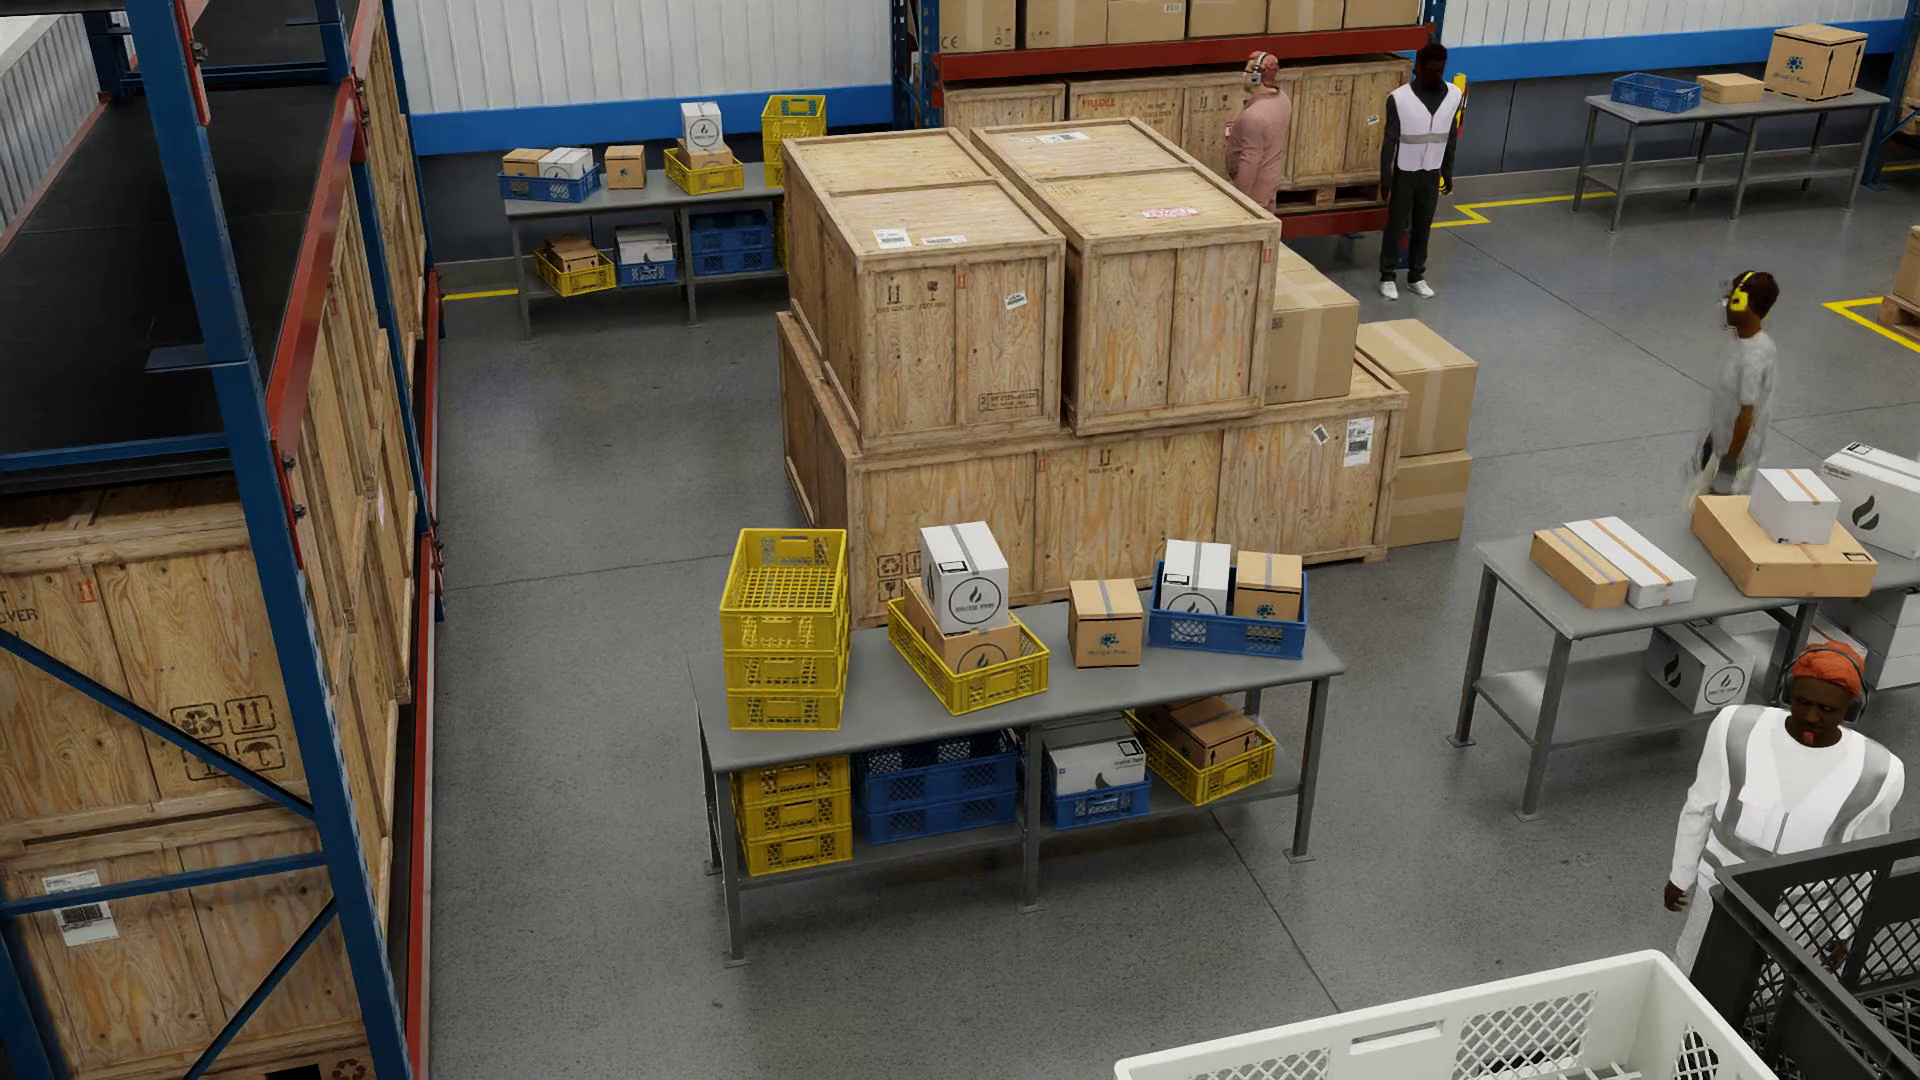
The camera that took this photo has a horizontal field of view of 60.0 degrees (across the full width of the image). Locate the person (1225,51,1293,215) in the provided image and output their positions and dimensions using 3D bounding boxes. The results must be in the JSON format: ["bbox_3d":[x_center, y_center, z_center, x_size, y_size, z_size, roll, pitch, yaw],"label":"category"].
[{"bbox_3d":[2.111,-2.570,12.068,0.407,1.910,0.640,16,33,26],"label":"person"}]

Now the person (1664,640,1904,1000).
[{"bbox_3d":[2.576,1.143,5.356,0.572,1.883,0.356,16,32,26],"label":"person"}]

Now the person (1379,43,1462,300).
[{"bbox_3d":[3.388,-2.738,12.380,0.600,1.907,0.411,-7,30,-13],"label":"person"}]

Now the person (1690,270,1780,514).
[{"bbox_3d":[3.843,-0.411,8.238,0.403,1.834,0.613,8,30,15],"label":"person"}]
